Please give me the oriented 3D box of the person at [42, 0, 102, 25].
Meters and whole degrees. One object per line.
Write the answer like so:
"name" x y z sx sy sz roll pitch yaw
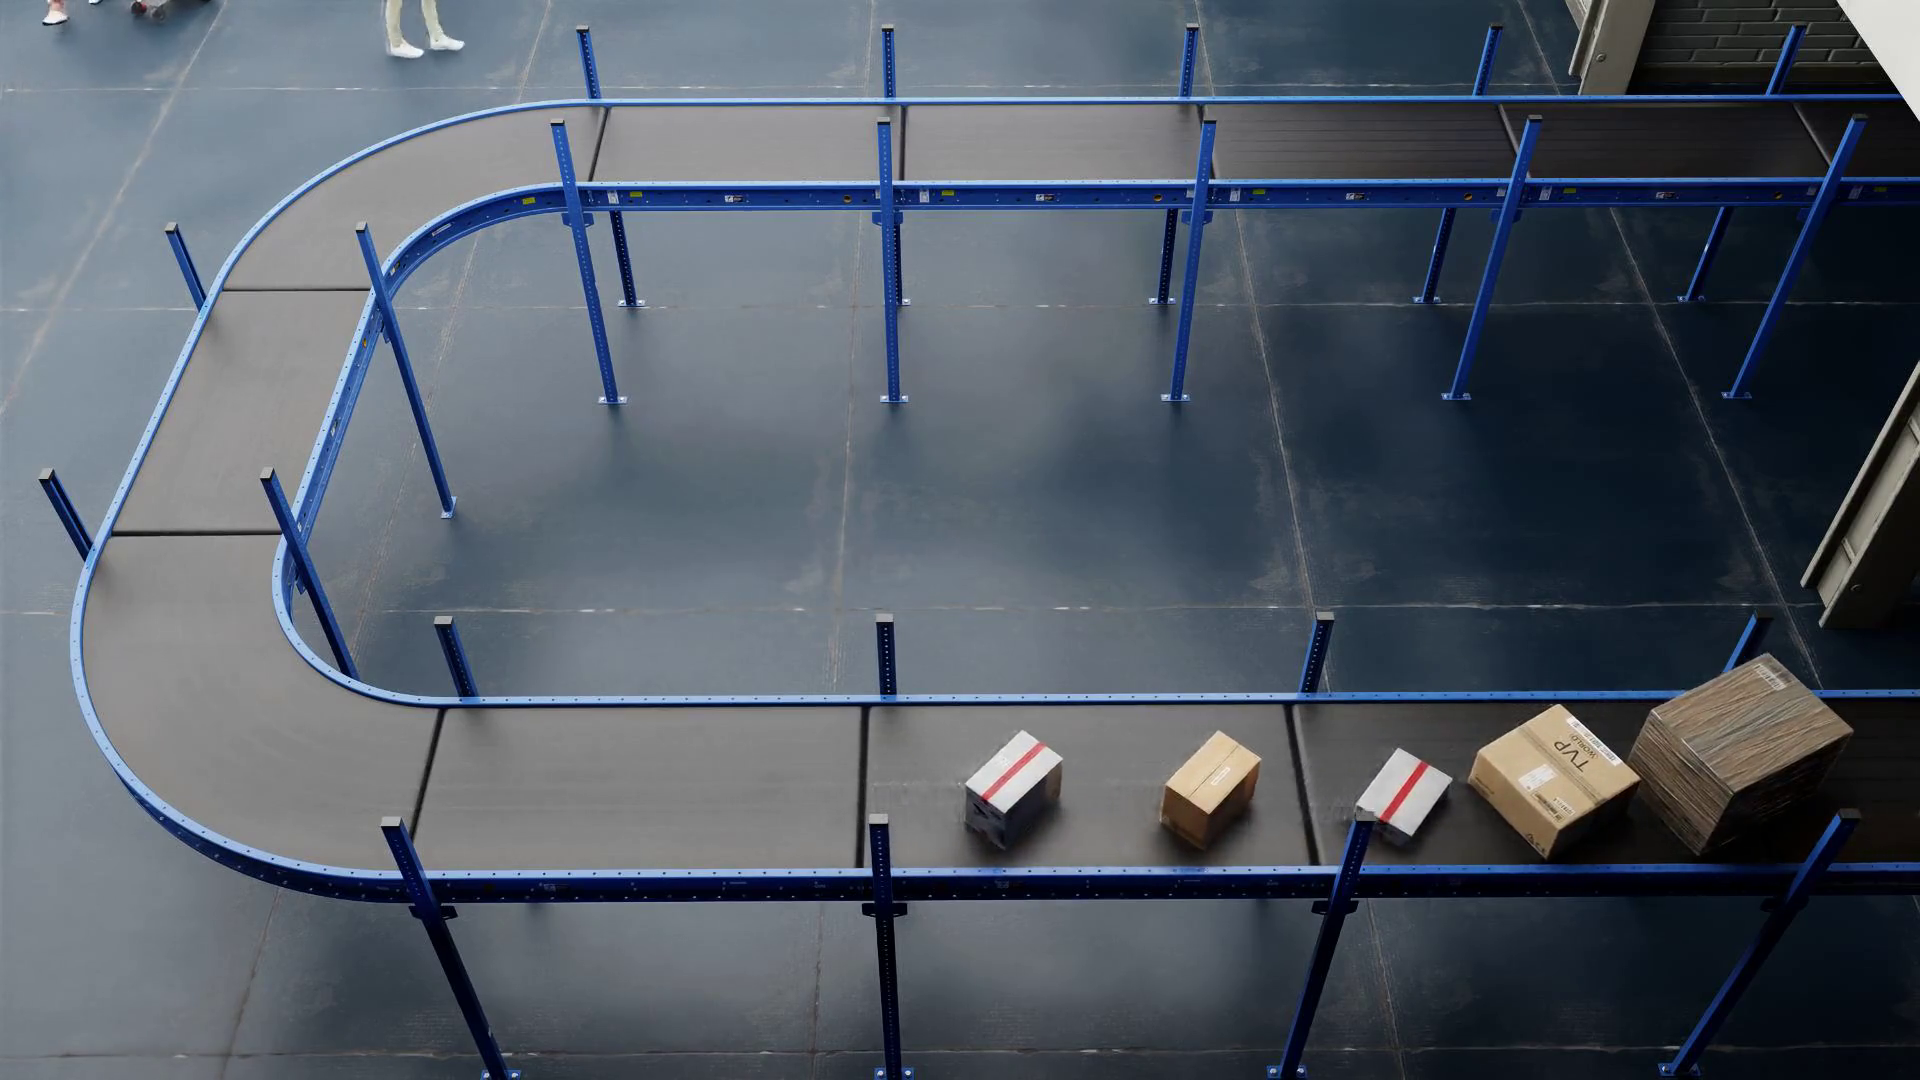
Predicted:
"person" -8.051 -5.474 15.107 0.674 1.863 0.932 -1 47 -1

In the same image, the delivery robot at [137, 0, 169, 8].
"delivery robot" -7.260 -5.155 15.662 0.477 0.478 0.707 21 50 19

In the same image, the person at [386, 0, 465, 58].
"person" -4.714 -4.959 14.647 0.784 1.840 0.564 4 47 4
